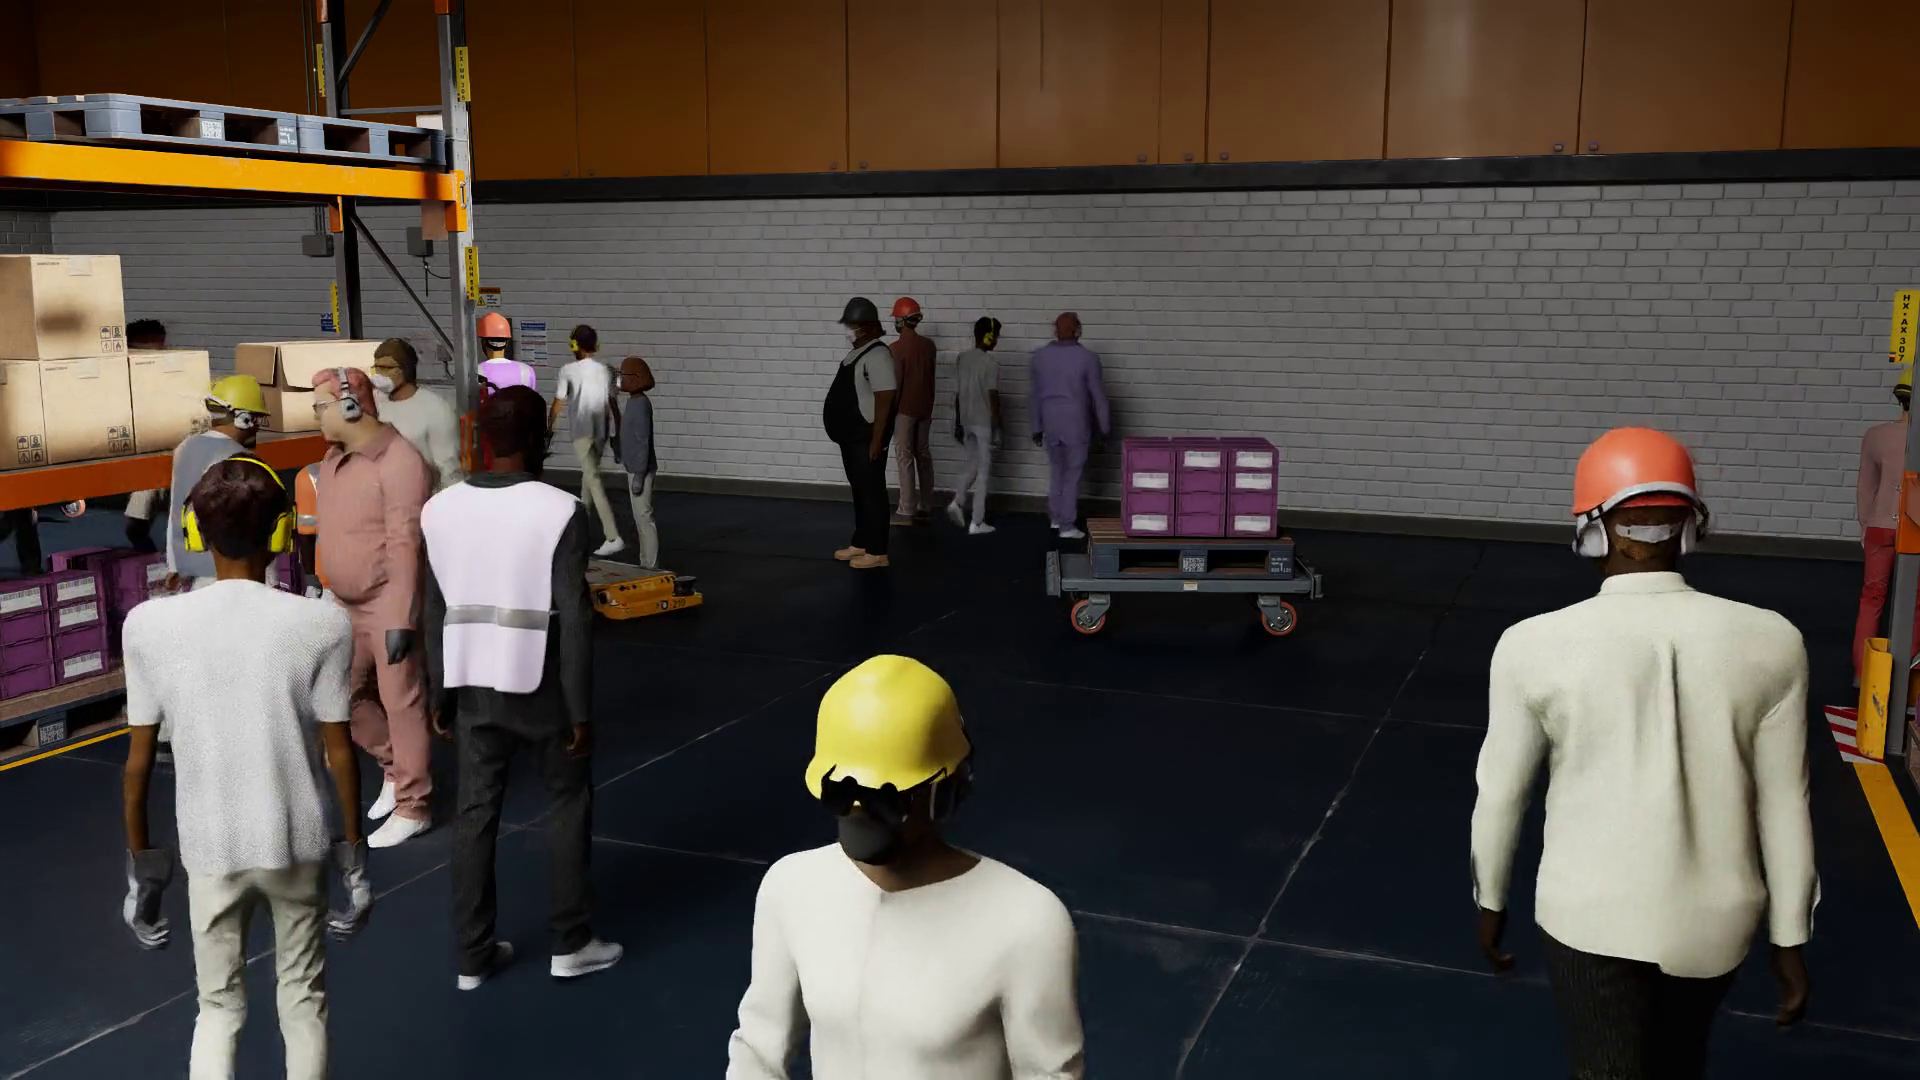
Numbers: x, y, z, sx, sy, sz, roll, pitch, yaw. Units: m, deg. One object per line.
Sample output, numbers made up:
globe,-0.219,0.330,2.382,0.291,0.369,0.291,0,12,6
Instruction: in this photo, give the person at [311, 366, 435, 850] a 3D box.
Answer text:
person,-2.292,0.262,6.507,0.662,1.885,0.410,7,11,35

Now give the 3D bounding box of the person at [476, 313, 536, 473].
person,-3.266,-0.634,11.796,0.542,1.938,0.357,-8,12,-39

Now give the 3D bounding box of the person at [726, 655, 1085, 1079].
person,-0.130,1.017,2.412,0.555,1.716,0.899,5,11,29

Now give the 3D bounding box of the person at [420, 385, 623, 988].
person,-1.421,0.471,5.260,0.604,1.893,0.483,3,10,16

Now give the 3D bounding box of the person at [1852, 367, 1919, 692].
person,4.959,-0.040,8.717,0.315,1.768,0.526,-5,11,-29

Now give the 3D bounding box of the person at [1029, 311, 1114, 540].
person,0.937,-0.945,13.826,0.669,1.892,0.520,7,12,37

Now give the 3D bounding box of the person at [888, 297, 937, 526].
person,-0.451,-1.124,14.587,0.378,1.996,0.611,7,12,37

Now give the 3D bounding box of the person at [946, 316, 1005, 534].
person,0.130,-0.959,14.047,0.444,1.842,0.591,-9,13,-43

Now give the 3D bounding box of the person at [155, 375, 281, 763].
person,-3.422,0.113,7.792,0.612,1.764,0.985,8,12,40

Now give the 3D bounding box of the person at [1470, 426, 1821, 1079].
person,1.375,0.738,3.464,0.629,1.937,1.011,1,9,6

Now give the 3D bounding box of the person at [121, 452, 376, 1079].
person,-1.607,0.741,3.729,0.546,1.847,0.612,-2,10,-13

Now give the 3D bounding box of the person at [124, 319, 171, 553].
person,-5.045,-0.418,10.496,0.608,1.939,0.603,4,10,23

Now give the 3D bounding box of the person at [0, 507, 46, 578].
person,-6.498,-0.459,11.122,0.820,1.820,0.517,-5,11,-30

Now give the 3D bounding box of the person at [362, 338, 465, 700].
person,-2.936,-0.083,8.591,0.651,1.889,1.002,6,11,31

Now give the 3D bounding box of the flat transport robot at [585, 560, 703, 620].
flat transport robot,-2.453,0.302,11.162,1.431,0.197,0.652,8,12,39

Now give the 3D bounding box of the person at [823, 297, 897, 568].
person,-0.765,-0.813,12.569,0.538,2.000,0.689,-3,10,-20

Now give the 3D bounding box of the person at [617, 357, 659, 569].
person,-2.267,-0.464,11.677,0.280,1.636,0.500,-3,10,-16

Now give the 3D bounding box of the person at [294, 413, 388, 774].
person,-2.718,0.194,7.522,0.533,1.692,0.319,-8,12,-38

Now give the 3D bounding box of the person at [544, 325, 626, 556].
person,-2.953,-0.791,13.185,0.606,1.812,0.981,-8,12,-41
